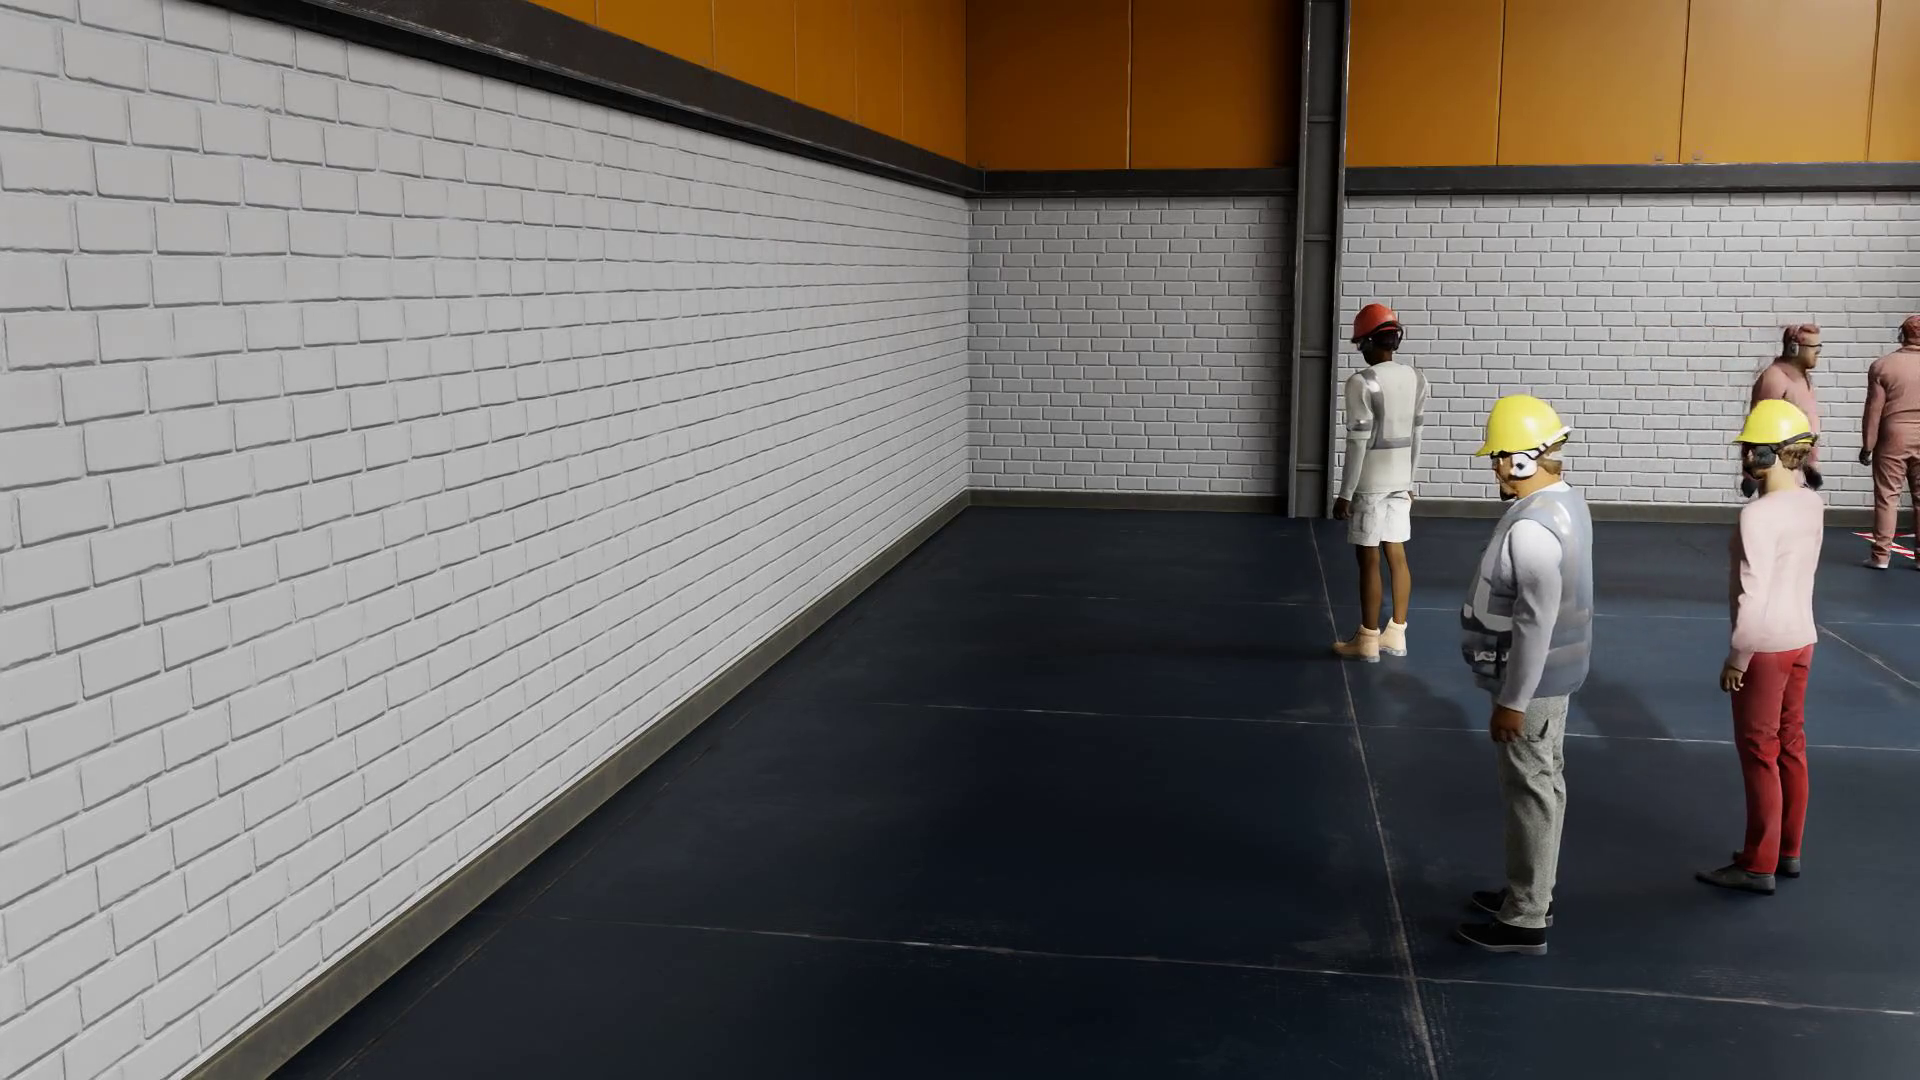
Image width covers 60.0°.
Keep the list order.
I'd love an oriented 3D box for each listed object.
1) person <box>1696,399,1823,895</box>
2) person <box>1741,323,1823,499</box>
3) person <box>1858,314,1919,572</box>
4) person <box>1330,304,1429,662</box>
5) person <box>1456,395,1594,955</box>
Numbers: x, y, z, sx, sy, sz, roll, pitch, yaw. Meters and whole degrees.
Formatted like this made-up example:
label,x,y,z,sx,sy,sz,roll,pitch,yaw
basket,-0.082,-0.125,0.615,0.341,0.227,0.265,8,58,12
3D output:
label,x,y,z,sx,sy,sz,roll,pitch,yaw
person,2.881,0.380,5.975,0.533,1.767,0.324,-8,12,-41
person,5.415,-0.462,10.847,0.575,1.886,0.651,8,12,41
person,7.018,-0.713,12.328,0.652,1.904,0.403,2,9,14
person,2.367,-0.321,9.499,0.605,2.033,0.392,-6,11,-34
person,1.841,0.439,5.443,0.404,1.822,0.587,5,10,28
